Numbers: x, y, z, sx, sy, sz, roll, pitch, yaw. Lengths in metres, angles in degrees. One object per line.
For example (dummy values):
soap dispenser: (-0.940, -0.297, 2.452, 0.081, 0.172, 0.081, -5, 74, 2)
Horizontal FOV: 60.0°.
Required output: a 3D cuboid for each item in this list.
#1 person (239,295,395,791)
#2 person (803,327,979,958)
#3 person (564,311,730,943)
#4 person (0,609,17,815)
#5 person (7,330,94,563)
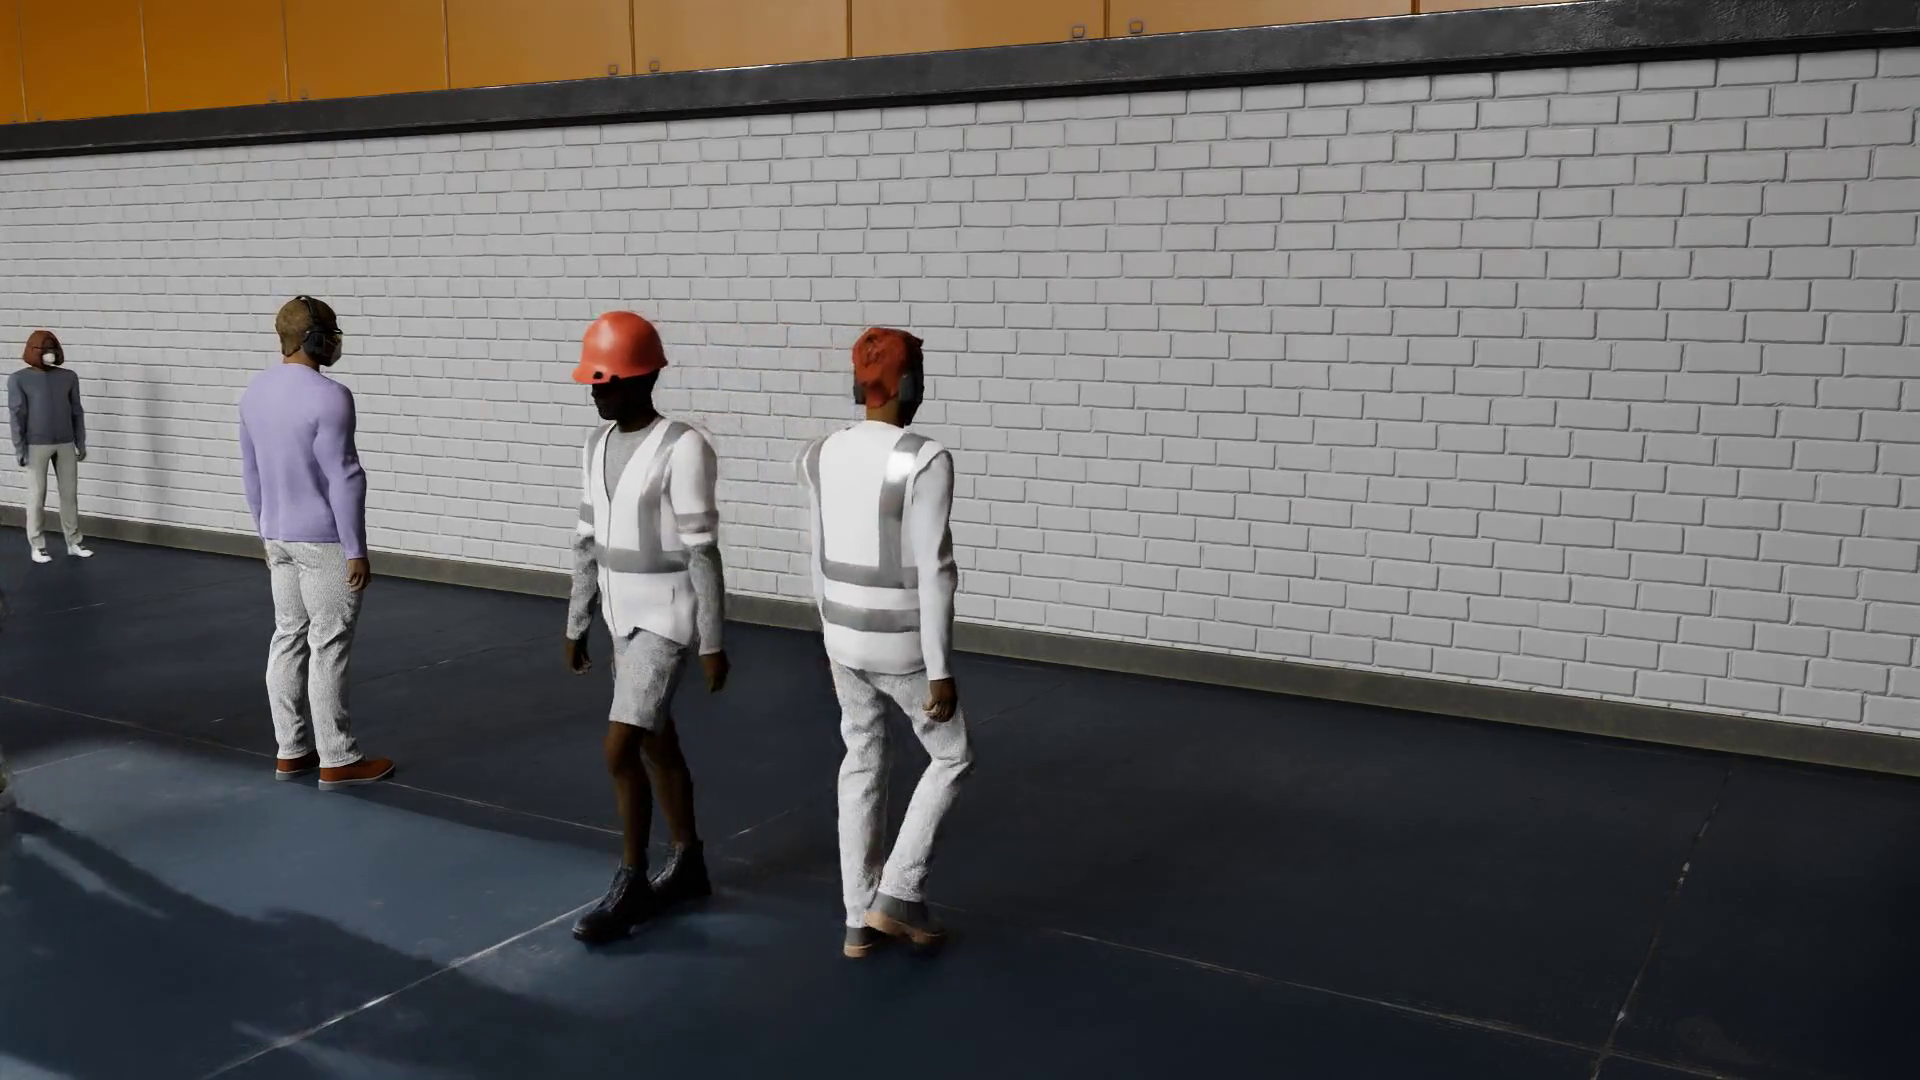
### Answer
person: (-2.549, 0.013, 6.557, 0.637, 1.938, 0.355, 6, 11, 34)
person: (-0.196, 0.313, 4.899, 0.606, 1.867, 0.428, 8, 12, 41)
person: (-1.037, 0.266, 5.073, 0.583, 1.903, 0.735, 9, 13, 44)
person: (-3.677, 0.212, 5.728, 0.520, 1.805, 1.005, 2, 9, 14)
person: (-6.417, -0.659, 11.722, 0.277, 1.629, 0.511, 6, 11, 33)
